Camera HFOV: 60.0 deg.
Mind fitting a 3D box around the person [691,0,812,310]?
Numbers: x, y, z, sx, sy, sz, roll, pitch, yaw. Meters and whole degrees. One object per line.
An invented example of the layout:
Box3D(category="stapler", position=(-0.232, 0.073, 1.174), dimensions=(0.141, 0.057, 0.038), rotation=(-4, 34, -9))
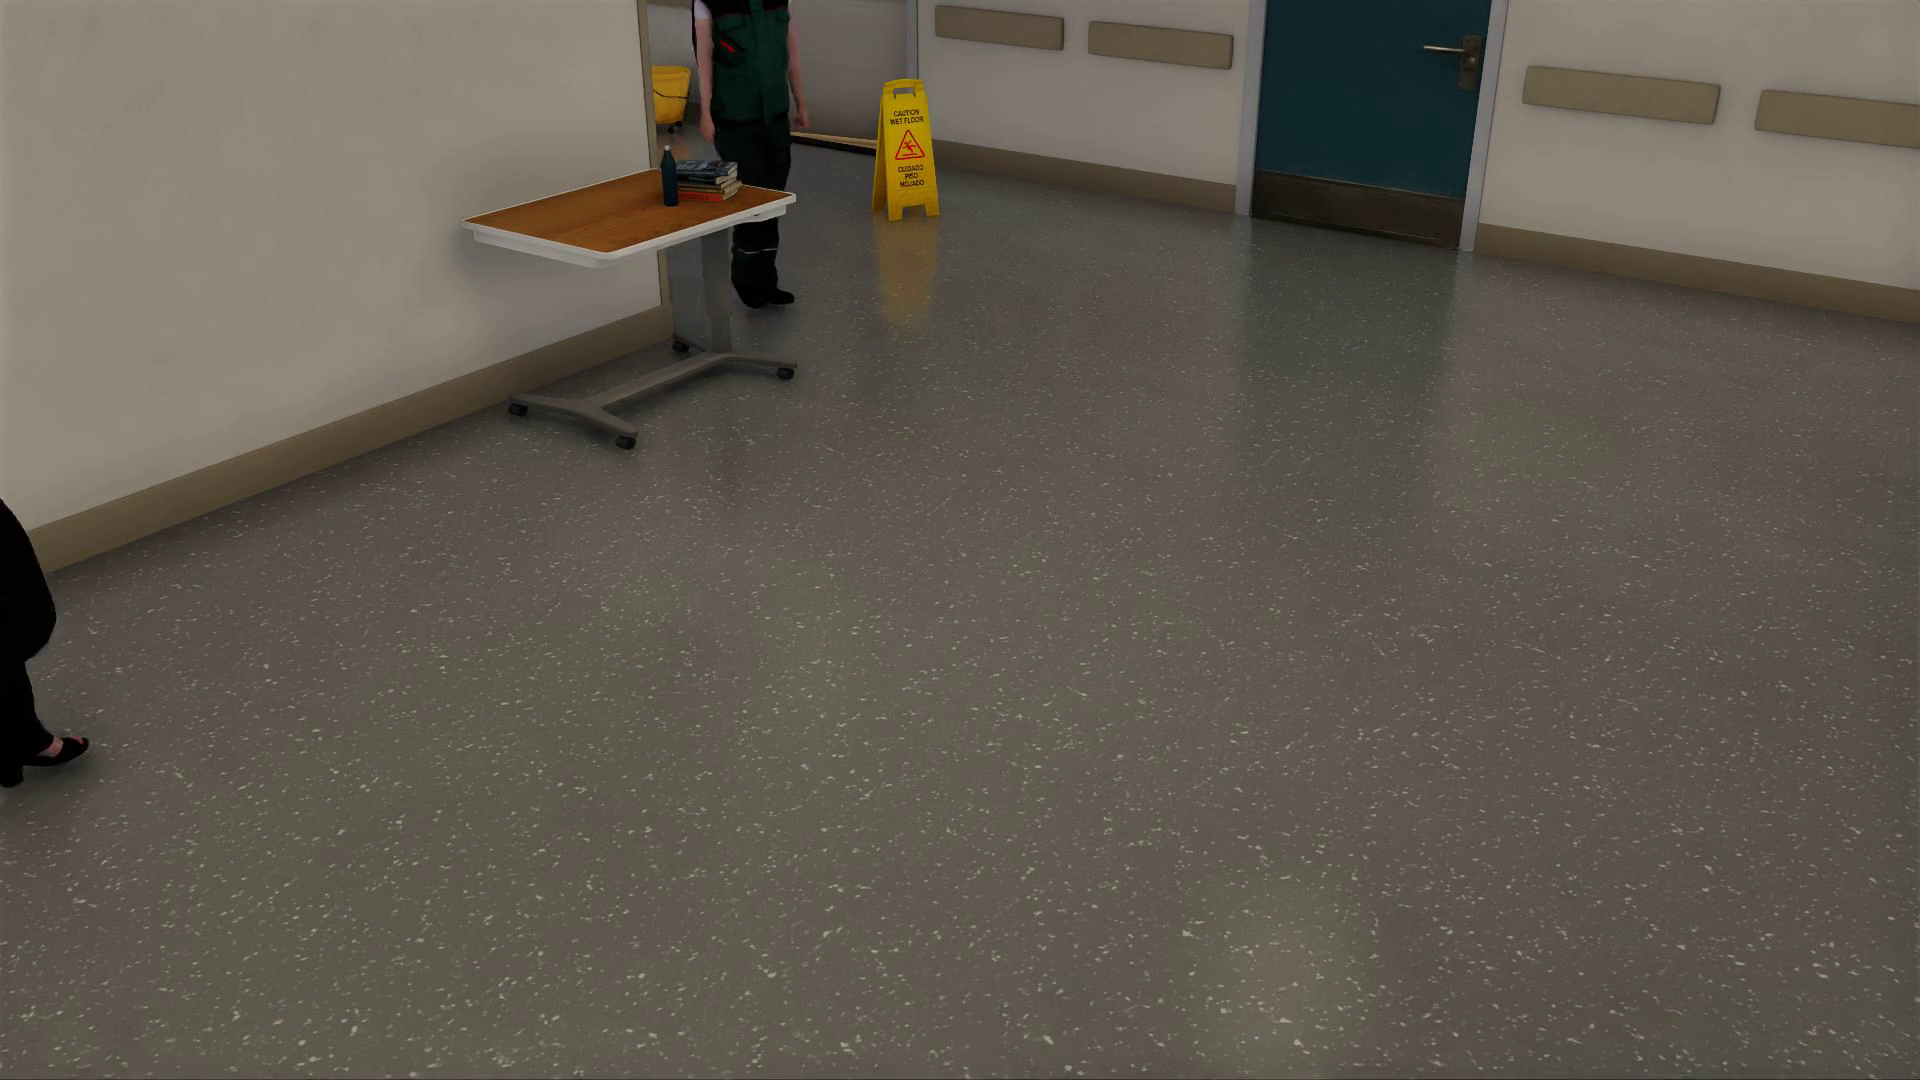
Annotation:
Box3D(category="person", position=(-1.014, -1.979, 7.723), dimensions=(0.733, 1.823, 0.728), rotation=(-23, 34, -38))
